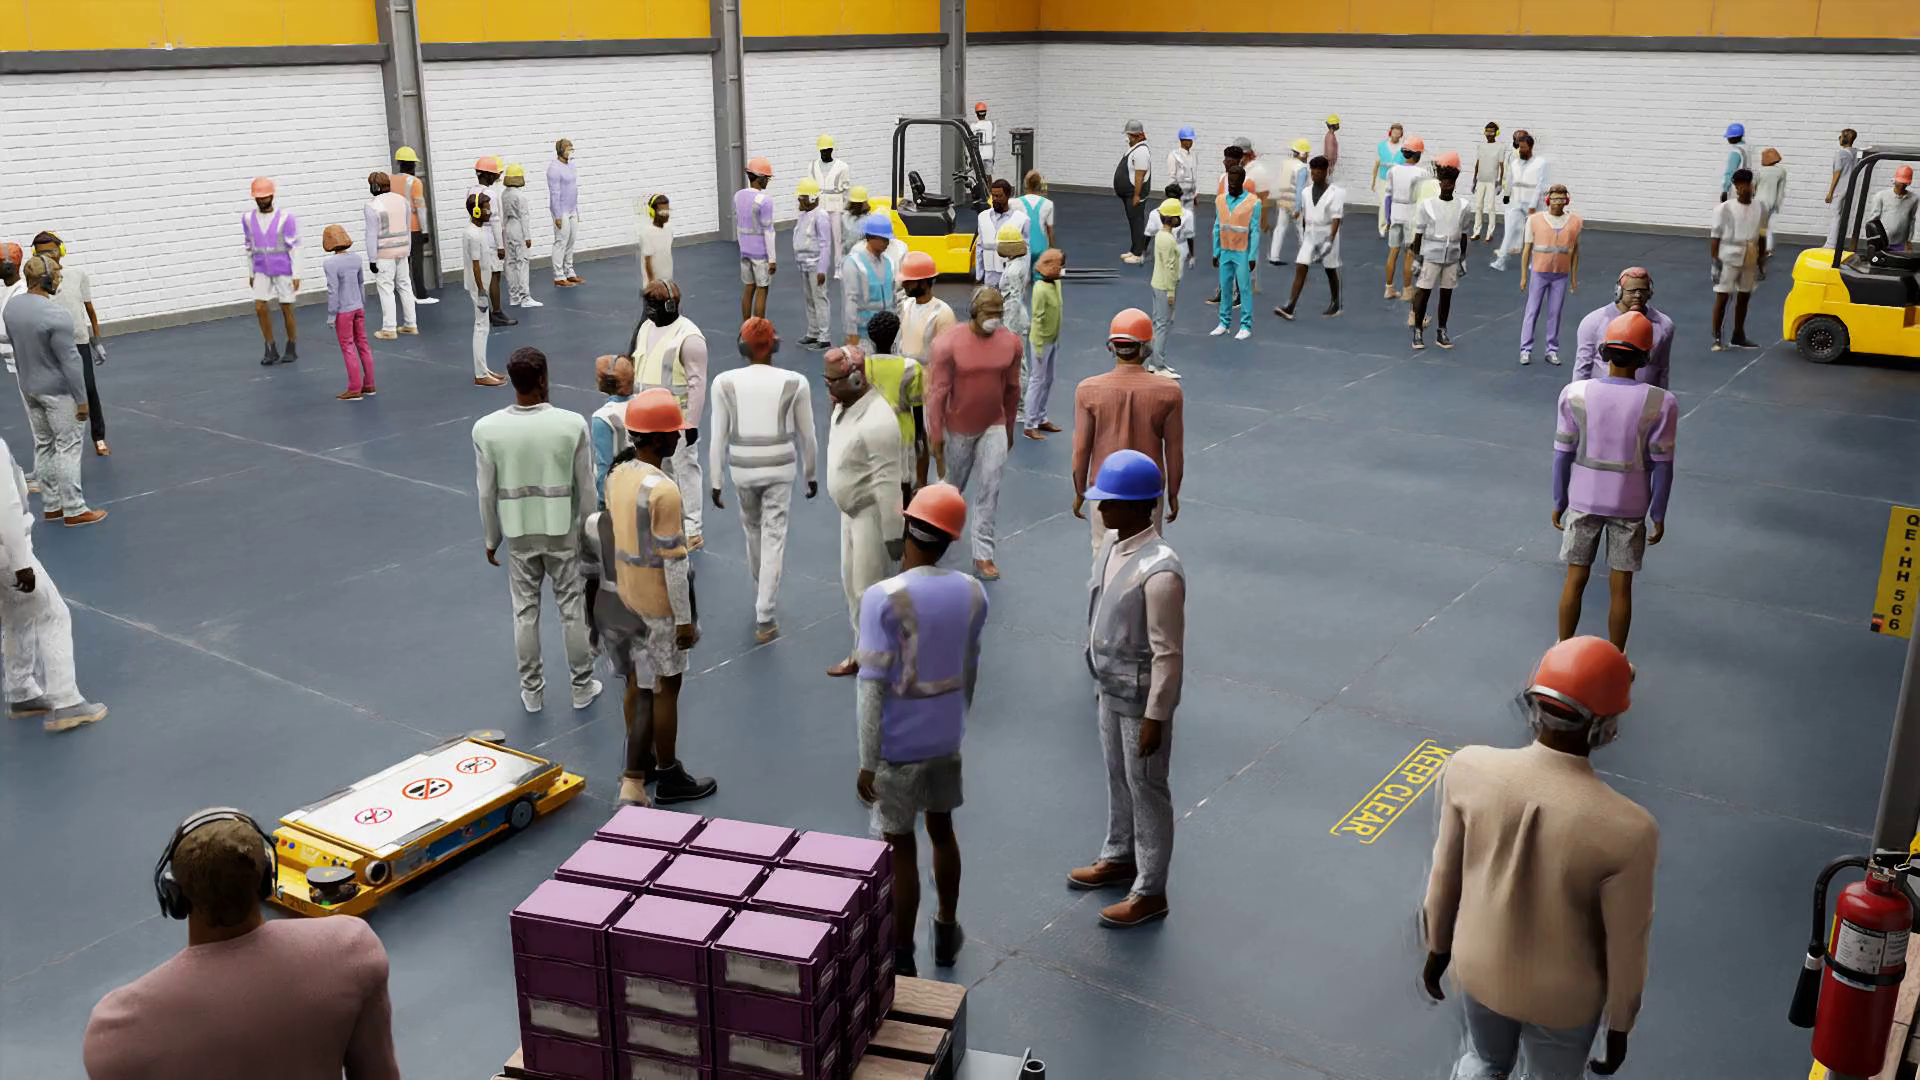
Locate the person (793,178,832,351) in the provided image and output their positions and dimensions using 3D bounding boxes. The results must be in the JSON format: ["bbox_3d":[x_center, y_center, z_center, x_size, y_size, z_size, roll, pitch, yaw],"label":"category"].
[{"bbox_3d":[-1.586,-2.951,17.825,0.404,1.830,0.600,-9,20,-26],"label":"person"}]

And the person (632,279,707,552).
[{"bbox_3d":[-1.961,-0.829,11.172,0.624,1.844,0.429,16,23,40],"label":"person"}]

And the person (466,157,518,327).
[{"bbox_3d":[-5.417,-3.437,19.192,0.543,1.928,0.373,17,24,42],"label":"person"}]

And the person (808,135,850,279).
[{"bbox_3d":[-1.787,-4.504,22.528,0.594,1.925,0.368,4,18,13],"label":"person"}]

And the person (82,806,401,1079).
[{"bbox_3d":[-1.554,1.495,3.747,0.628,1.939,0.375,-14,23,-38],"label":"person"}]

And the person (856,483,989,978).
[{"bbox_3d":[-0.212,0.755,6.167,0.734,1.892,0.395,-15,23,-40],"label":"person"}]

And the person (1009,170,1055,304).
[{"bbox_3d":[0.791,-3.219,18.688,0.542,1.820,0.362,-2,18,-7],"label":"person"}]

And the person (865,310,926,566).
[{"bbox_3d":[-0.489,-0.649,10.843,0.542,1.695,0.316,-1,18,-3],"label":"person"}]

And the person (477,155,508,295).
[{"bbox_3d":[-5.914,-4.035,21.334,0.522,1.762,0.320,-11,21,-30],"label":"person"}]

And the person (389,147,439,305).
[{"bbox_3d":[-6.808,-3.880,20.583,0.590,1.923,0.383,10,20,28],"label":"person"}]

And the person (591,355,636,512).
[{"bbox_3d":[-1.979,-0.282,9.779,0.307,1.645,0.520,6,19,18],"label":"person"}]

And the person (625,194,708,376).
[{"bbox_3d":[-3.016,-2.536,16.577,1.008,1.815,0.485,13,22,35],"label":"person"}]

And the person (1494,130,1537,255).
[{"bbox_3d":[8.298,-5.176,24.792,0.429,1.831,0.634,17,24,42],"label":"person"}]

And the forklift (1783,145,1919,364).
[{"bbox_3d":[9.803,-2.879,17.013,2.313,2.155,1.214,12,21,33],"label":"forklift"}]

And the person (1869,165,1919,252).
[{"bbox_3d":[11.298,-3.657,20.173,0.560,1.743,0.337,0,18,0],"label":"person"}]

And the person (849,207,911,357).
[{"bbox_3d":[-0.726,-2.158,15.374,0.601,1.818,0.403,-6,19,-19],"label":"person"}]

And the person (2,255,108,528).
[{"bbox_3d":[-6.354,-1.031,11.672,0.641,1.927,0.386,9,20,25],"label":"person"}]

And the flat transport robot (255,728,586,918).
[{"bbox_3d":[-2.395,1.214,7.321,0.652,0.197,1.431,11,21,30],"label":"flat transport robot"}]

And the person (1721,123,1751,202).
[{"bbox_3d":[11.690,-5.323,25.135,0.455,1.925,0.643,12,21,34],"label":"person"}]

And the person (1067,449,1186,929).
[{"bbox_3d":[0.672,0.587,6.569,0.406,1.948,0.605,-5,18,-15],"label":"person"}]

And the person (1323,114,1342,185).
[{"bbox_3d":[6.532,-6.598,29.334,0.305,1.771,0.533,3,18,8],"label":"person"}]

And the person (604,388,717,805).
[{"bbox_3d":[-1.374,0.256,7.624,0.373,1.934,0.552,-14,23,-38],"label":"person"}]

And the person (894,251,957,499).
[{"bbox_3d":[-0.267,-1.082,11.810,0.368,1.933,0.552,-14,22,-37],"label":"person"}]

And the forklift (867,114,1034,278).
[{"bbox_3d":[-0.171,-4.594,22.377,2.313,2.155,1.214,1,18,3],"label":"forklift"}]

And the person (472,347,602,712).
[{"bbox_3d":[-2.160,-0.035,8.570,0.587,1.915,0.395,-2,18,-6],"label":"person"}]

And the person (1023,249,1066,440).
[{"bbox_3d":[0.739,-1.671,14.168,0.315,1.622,0.521,7,19,22],"label":"person"}]

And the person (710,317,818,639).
[{"bbox_3d":[-1.144,-0.406,9.825,0.597,1.838,0.919,0,18,1],"label":"person"}]

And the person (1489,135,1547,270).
[{"bbox_3d":[7.926,-4.714,23.297,0.999,1.865,0.599,-13,22,-35],"label":"person"}]

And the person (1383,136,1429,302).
[{"bbox_3d":[5.583,-4.001,20.767,0.374,2.043,0.612,-14,23,-37],"label":"person"}]

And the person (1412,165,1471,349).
[{"bbox_3d":[5.161,-3.034,17.868,0.612,1.962,0.361,-1,18,-4],"label":"person"}]

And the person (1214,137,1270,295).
[{"bbox_3d":[3.528,-4.151,21.241,0.887,2.000,0.694,-7,19,-20],"label":"person"}]

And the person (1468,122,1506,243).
[{"bbox_3d":[8.273,-5.612,26.111,0.333,1.860,0.510,-17,24,-42],"label":"person"}]

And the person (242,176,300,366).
[{"bbox_3d":[-7.052,-2.734,17.000,0.576,1.915,0.643,-1,18,-2],"label":"person"}]

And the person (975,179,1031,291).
[{"bbox_3d":[0.428,-2.693,16.875,0.596,1.918,0.380,9,20,27],"label":"person"}]
